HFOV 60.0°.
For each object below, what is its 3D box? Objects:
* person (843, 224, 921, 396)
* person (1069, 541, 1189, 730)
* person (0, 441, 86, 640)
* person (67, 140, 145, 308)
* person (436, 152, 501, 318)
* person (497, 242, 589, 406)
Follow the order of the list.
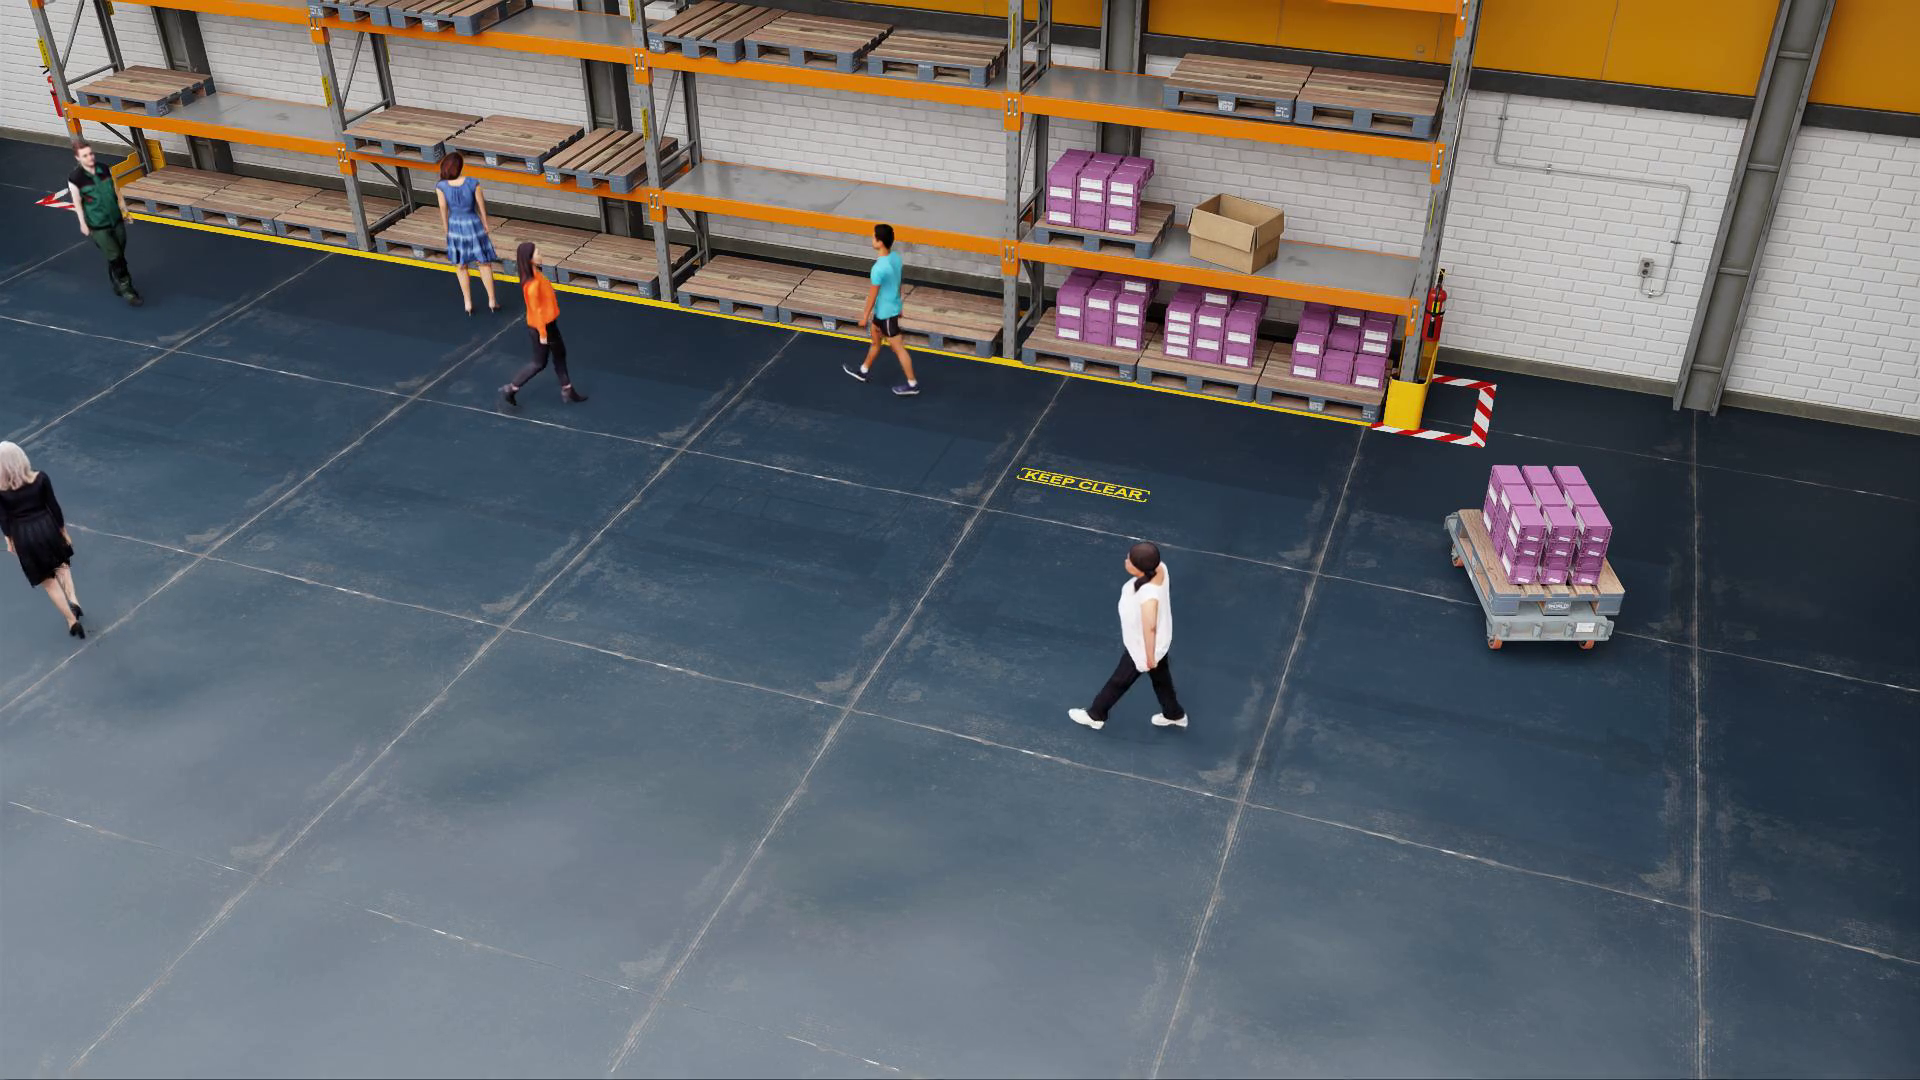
[{"bbox_3d":[-0.612,-2.190,16.161,1.064,1.739,0.676,9,35,13],"label":"person"},{"bbox_3d":[1.378,0.723,11.863,1.084,1.646,0.692,10,35,15],"label":"person"},{"bbox_3d":[-7.056,0.046,12.800,0.751,1.737,0.827,-28,43,-35],"label":"person"},{"bbox_3d":[-9.290,-3.454,17.988,0.925,1.822,0.723,17,37,23],"label":"person"},{"bbox_3d":[-5.248,-3.255,17.704,0.705,1.805,0.818,-7,34,-10],"label":"person"},{"bbox_3d":[-4.087,-2.017,15.917,1.162,1.723,0.972,-6,34,-9],"label":"person"}]
